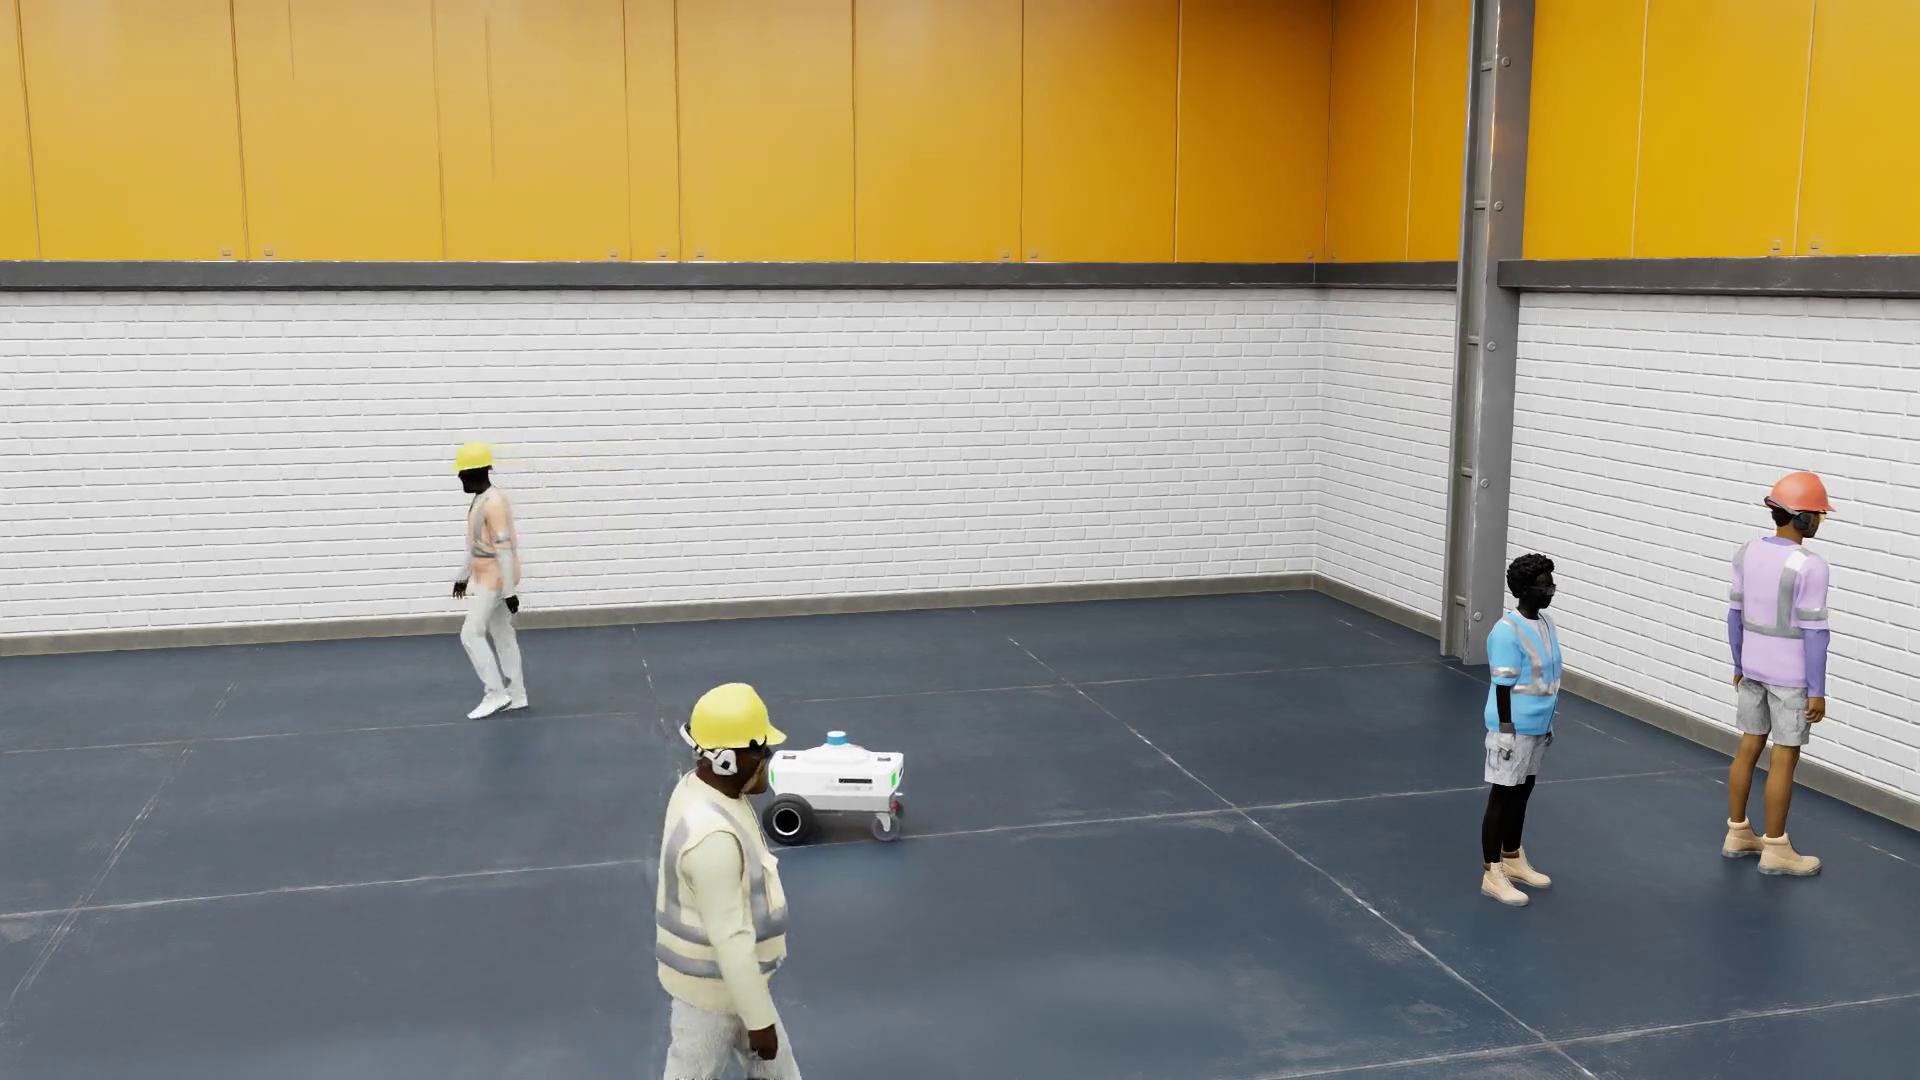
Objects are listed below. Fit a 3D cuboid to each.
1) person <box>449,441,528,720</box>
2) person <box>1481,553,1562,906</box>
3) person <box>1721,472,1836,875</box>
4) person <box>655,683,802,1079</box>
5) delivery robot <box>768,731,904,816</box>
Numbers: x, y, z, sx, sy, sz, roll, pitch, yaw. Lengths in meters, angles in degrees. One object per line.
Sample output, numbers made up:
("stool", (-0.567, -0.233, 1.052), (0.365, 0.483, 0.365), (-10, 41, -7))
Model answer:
("person", (-3.238, 0.272, 11.340), (0.588, 1.902, 0.601), (-3, 10, -19))
("person", (2.729, 0.900, 8.073), (0.318, 1.697, 0.533), (8, 12, 40))
("person", (4.179, 0.668, 8.445), (0.381, 2.041, 0.616), (-2, 9, -14))
("person", (-0.608, 1.321, 5.126), (0.893, 1.792, 0.612), (-1, 9, -8))
("delivery robot", (-0.662, 1.277, 8.981), (0.707, 0.478, 0.477), (1, 9, 4))
